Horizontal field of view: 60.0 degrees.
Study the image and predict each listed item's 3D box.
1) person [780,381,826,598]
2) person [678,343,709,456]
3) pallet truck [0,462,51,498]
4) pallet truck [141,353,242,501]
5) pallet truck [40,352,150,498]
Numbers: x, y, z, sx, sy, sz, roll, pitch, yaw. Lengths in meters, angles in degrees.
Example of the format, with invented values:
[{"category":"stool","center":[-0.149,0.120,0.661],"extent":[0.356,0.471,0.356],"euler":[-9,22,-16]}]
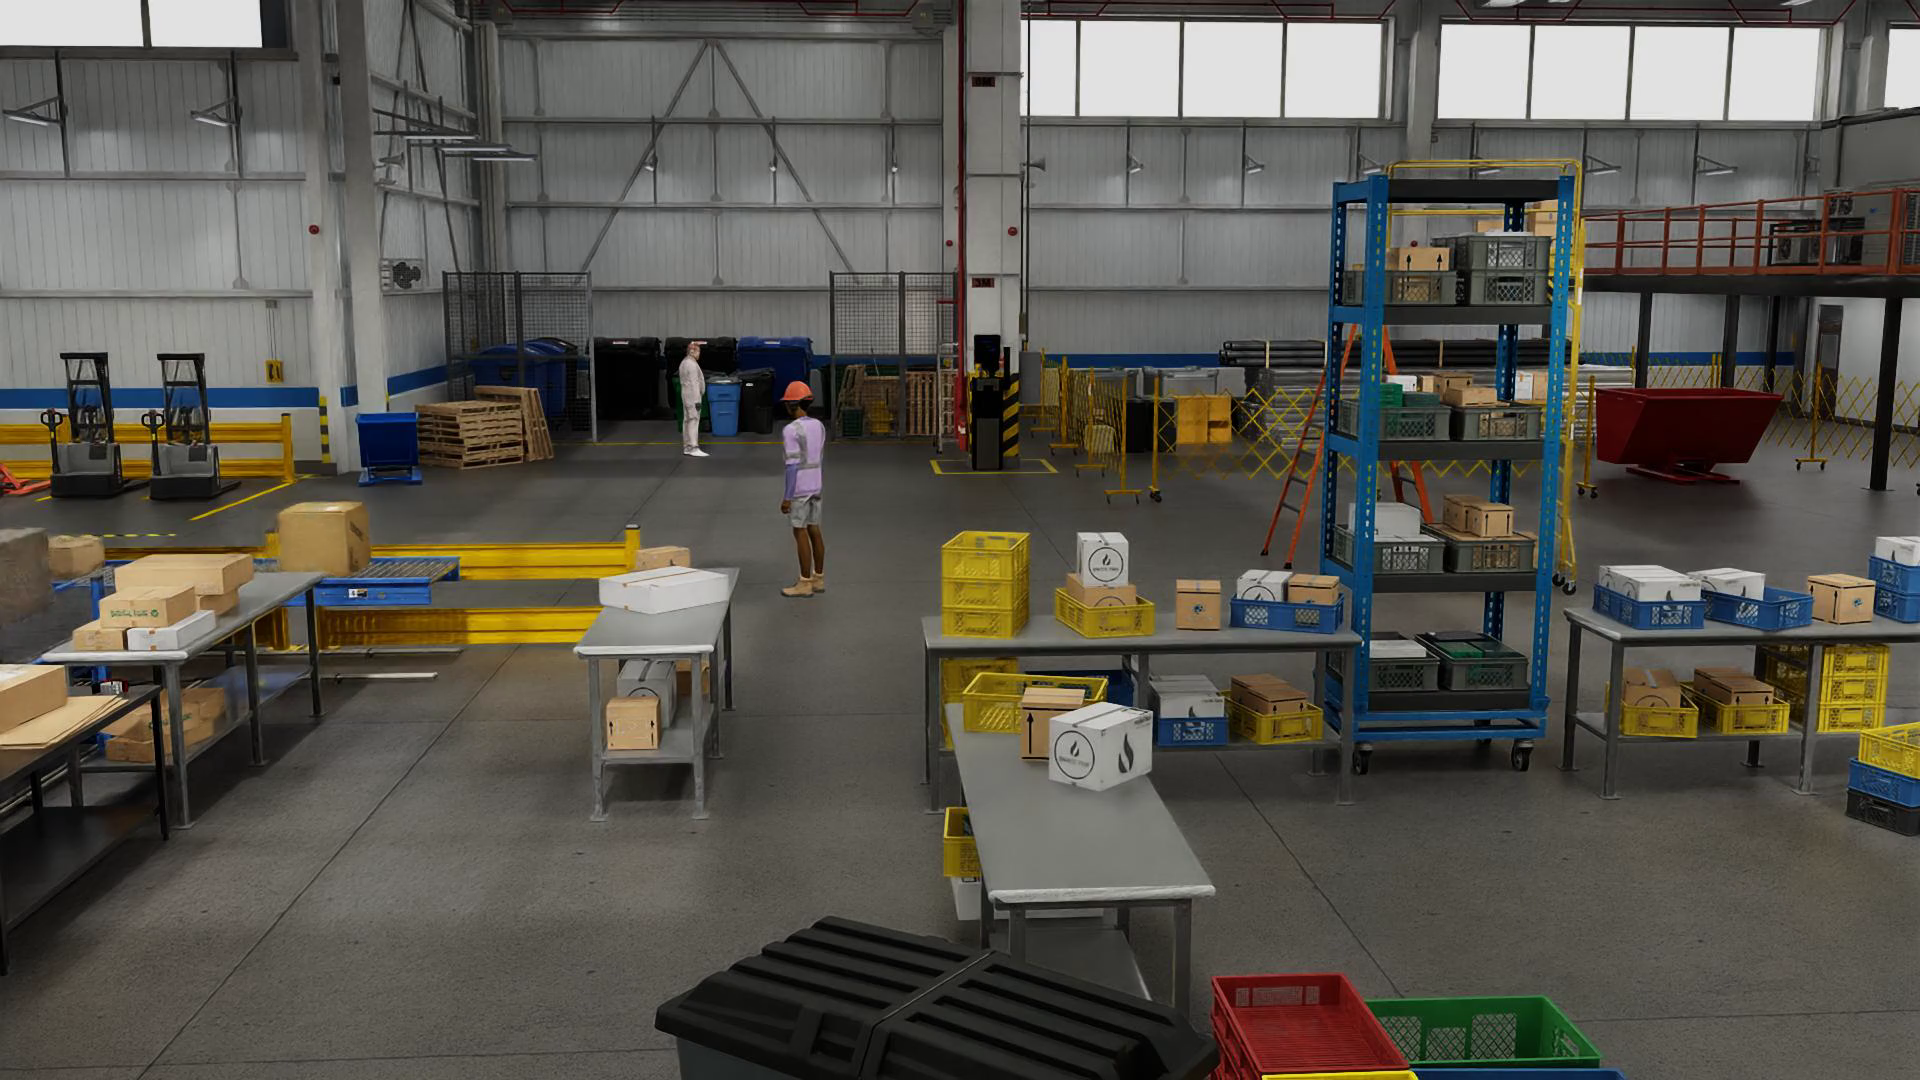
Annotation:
[{"category":"person","center":[-1.506,-0.474,15.685],"extent":[0.396,2.044,0.609],"euler":[4,10,26]},{"category":"person","center":[-4.473,-2.353,27.934],"extent":[0.406,1.902,0.638],"euler":[-5,10,-27]},{"category":"pallet truck","center":[-13.193,-1.293,23.148],"extent":[0.653,1.274,1.630],"euler":[-1,9,-4]},{"category":"pallet truck","center":[-10.520,-1.604,22.925],"extent":[0.823,1.965,1.885],"euler":[-1,9,-6]},{"category":"pallet truck","center":[-11.907,-1.642,23.165],"extent":[0.823,1.965,1.885],"euler":[0,9,0]}]
